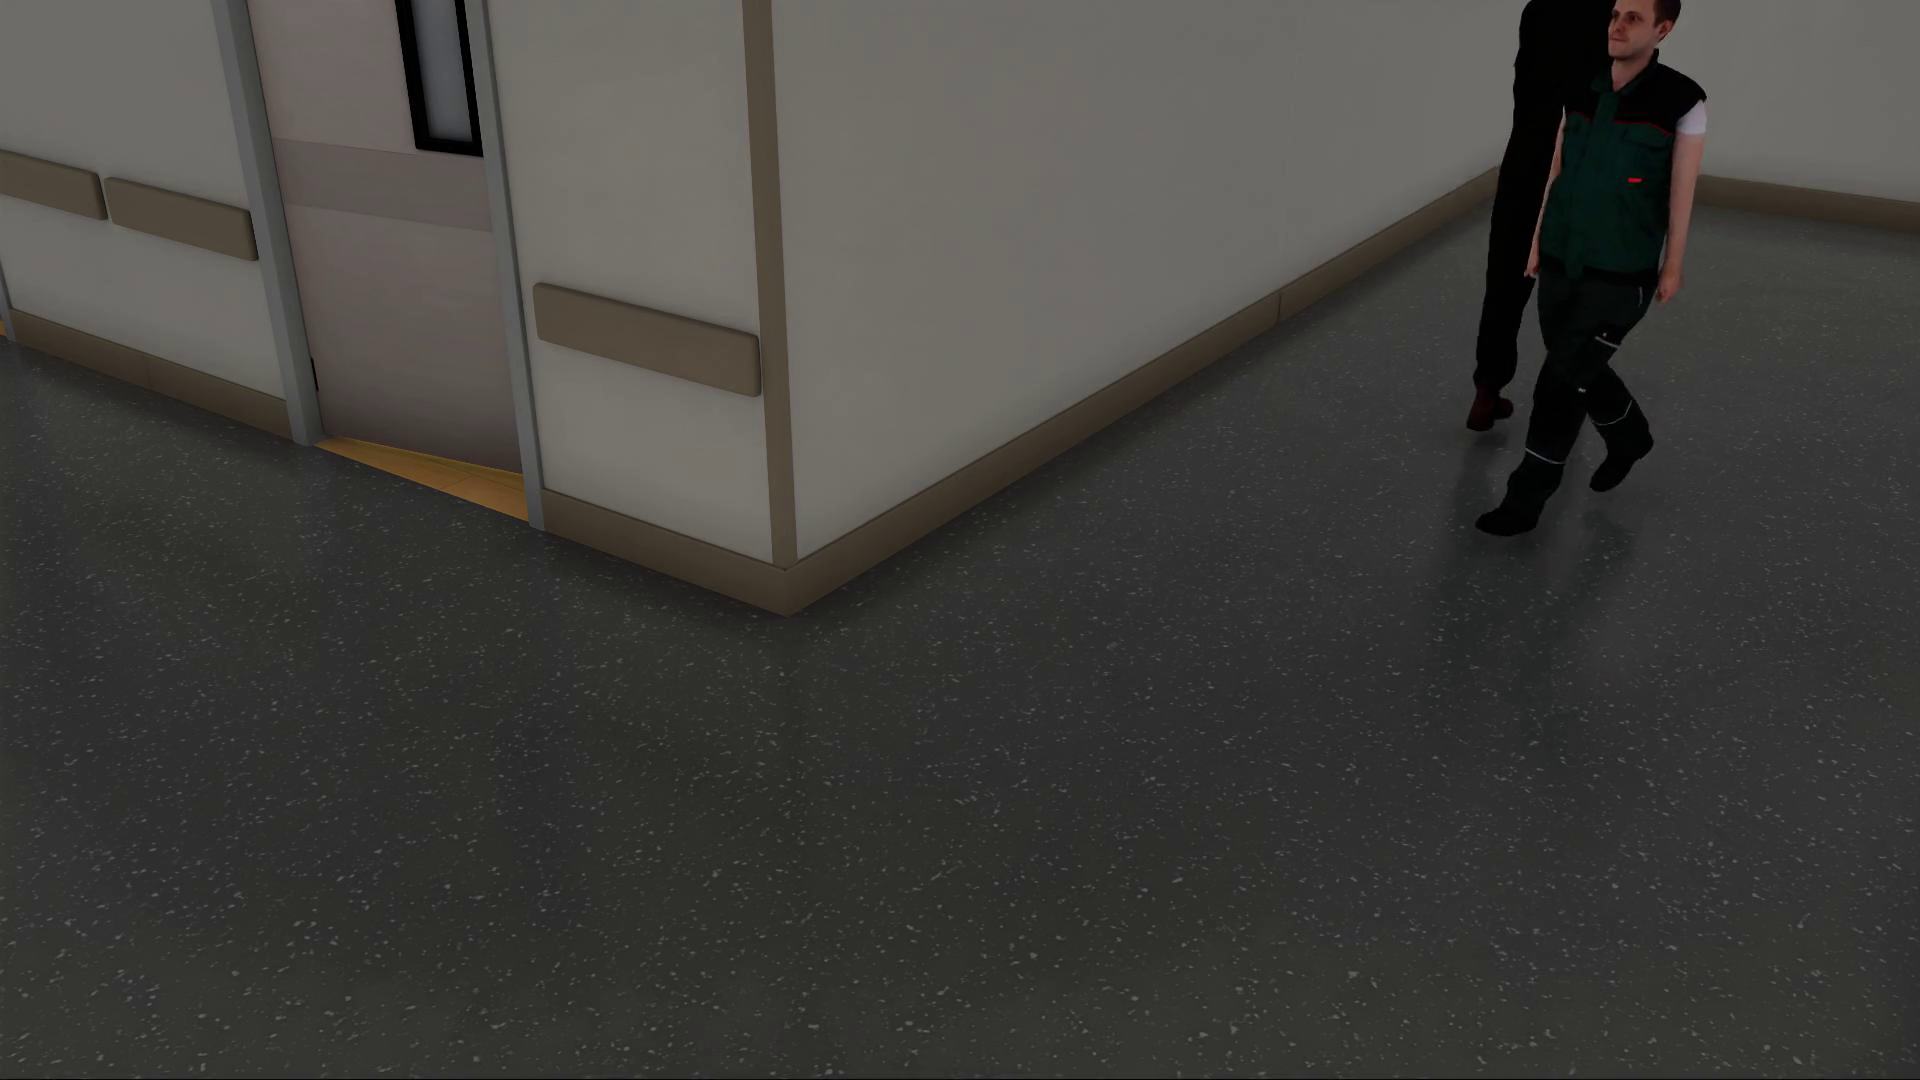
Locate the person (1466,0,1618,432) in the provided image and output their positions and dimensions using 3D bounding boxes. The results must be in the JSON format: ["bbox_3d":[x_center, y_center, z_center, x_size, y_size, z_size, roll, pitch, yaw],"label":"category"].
[{"bbox_3d":[2.190,-1.298,6.239,0.668,1.840,1.252,17,31,32],"label":"person"}]

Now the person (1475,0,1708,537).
[{"bbox_3d":[2.150,-0.913,5.481,1.243,1.806,0.943,-16,30,-29],"label":"person"}]
